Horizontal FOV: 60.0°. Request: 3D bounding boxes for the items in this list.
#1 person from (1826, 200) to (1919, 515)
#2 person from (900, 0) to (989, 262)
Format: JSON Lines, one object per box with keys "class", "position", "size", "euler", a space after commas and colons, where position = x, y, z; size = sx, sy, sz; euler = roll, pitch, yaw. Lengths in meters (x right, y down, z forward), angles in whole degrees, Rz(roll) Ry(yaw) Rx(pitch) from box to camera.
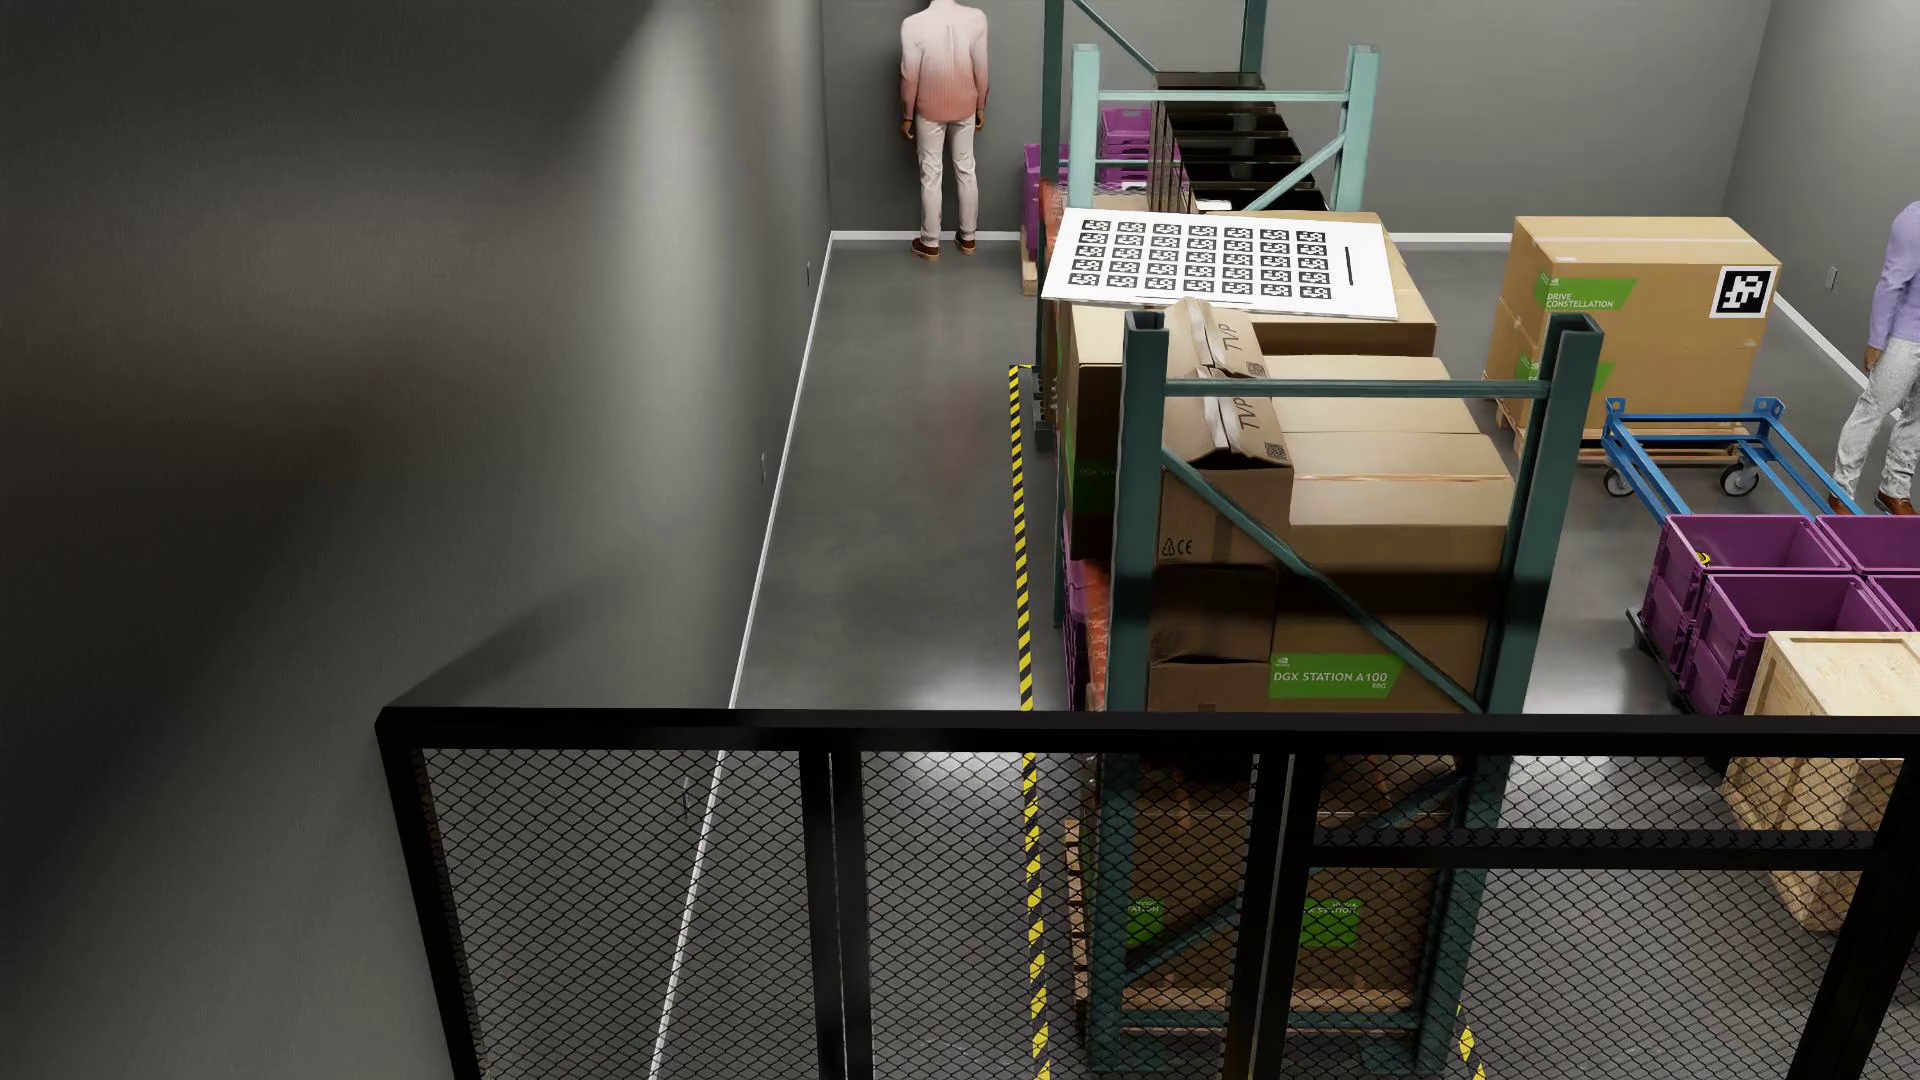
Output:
{"class": "person", "position": [4.545, -0.943, 7.781], "size": [0.629, 1.940, 0.379], "euler": [0, 31, 0]}
{"class": "person", "position": [-0.107, -2.811, 10.830], "size": [0.608, 1.995, 0.377], "euler": [-12, 33, -20]}
